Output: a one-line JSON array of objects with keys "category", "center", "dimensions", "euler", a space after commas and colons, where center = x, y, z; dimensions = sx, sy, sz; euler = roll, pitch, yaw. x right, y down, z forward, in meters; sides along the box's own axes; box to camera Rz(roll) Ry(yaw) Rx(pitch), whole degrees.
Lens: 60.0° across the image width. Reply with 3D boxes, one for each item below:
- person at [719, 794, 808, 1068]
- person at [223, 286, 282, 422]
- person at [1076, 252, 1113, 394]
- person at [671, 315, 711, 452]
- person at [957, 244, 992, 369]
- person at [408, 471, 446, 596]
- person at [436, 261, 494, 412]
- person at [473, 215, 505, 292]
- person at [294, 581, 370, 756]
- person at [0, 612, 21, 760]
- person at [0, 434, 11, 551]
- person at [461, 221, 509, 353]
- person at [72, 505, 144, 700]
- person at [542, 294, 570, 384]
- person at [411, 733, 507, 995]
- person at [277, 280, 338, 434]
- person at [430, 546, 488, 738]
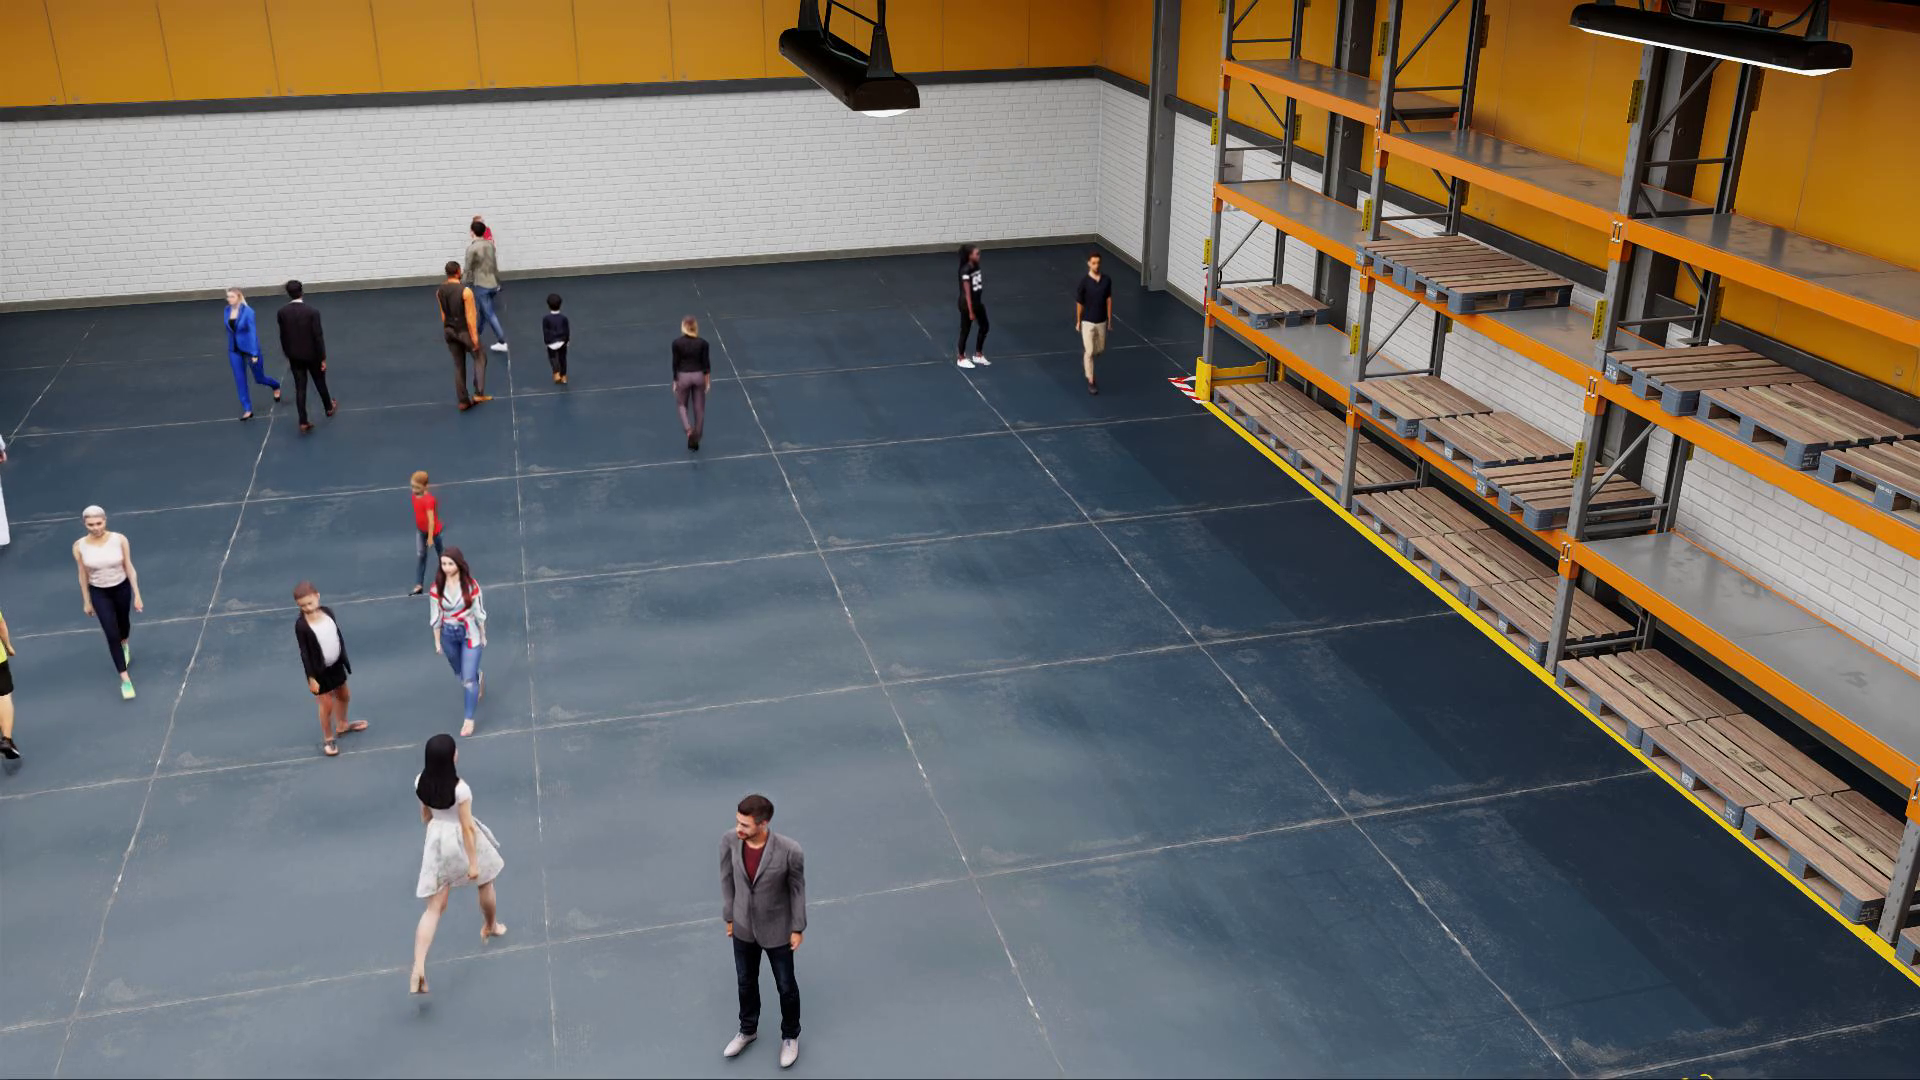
[{"category": "person", "center": [-1.179, 2.311, 9.970], "dimensions": [0.774, 1.871, 0.769], "euler": [6, 24, 14]}, {"category": "person", "center": [-8.930, -2.371, 20.921], "dimensions": [0.864, 1.678, 1.079], "euler": [5, 24, 10]}, {"category": "person", "center": [1.738, -2.895, 21.923], "dimensions": [0.640, 1.837, 0.999], "euler": [-5, 24, -12]}, {"category": "person", "center": [-3.168, -1.813, 19.663], "dimensions": [0.609, 1.664, 0.573], "euler": [-6, 24, -13]}, {"category": "person", "center": [0.065, -3.194, 22.756], "dimensions": [0.852, 1.717, 0.791], "euler": [12, 26, 26]}, {"category": "person", "center": [-5.145, -0.105, 16.250], "dimensions": [0.894, 1.269, 0.927], "euler": [19, 30, 36]}, {"category": "person", "center": [-6.384, -2.546, 21.066], "dimensions": [0.879, 1.884, 0.931], "euler": [9, 25, 20]}, {"category": "person", "center": [-7.507, -4.543, 26.410], "dimensions": [0.759, 1.261, 0.663], "euler": [4, 24, 8]}, {"category": "person", "center": [-5.126, 0.999, 13.400], "dimensions": [0.856, 1.527, 0.793], "euler": [7, 25, 15]}, {"category": "person", "center": [-7.808, 0.968, 13.278], "dimensions": [0.737, 1.682, 1.101], "euler": [-10, 26, -23]}, {"category": "person", "center": [-10.077, -0.777, 17.013], "dimensions": [0.892, 1.888, 1.245], "euler": [-12, 26, -25]}, {"category": "person", "center": [-6.622, -3.523, 23.383], "dimensions": [1.189, 1.818, 1.176], "euler": [10, 26, 22]}, {"category": "person", "center": [-7.382, 0.459, 14.478], "dimensions": [0.862, 1.655, 1.278], "euler": [-14, 27, -28]}, {"category": "person", "center": [-5.370, -2.668, 22.176], "dimensions": [0.535, 1.217, 0.523], "euler": [-11, 26, -23]}, {"category": "person", "center": [-3.304, 2.094, 10.645], "dimensions": [1.051, 1.728, 1.257], "euler": [8, 25, 17]}, {"category": "person", "center": [-8.068, -2.209, 20.368], "dimensions": [0.920, 1.825, 1.279], "euler": [0, 24, 0]}, {"category": "person", "center": [-4.126, 0.774, 13.841], "dimensions": [0.758, 1.588, 1.081], "euler": [0, 24, 0]}]
